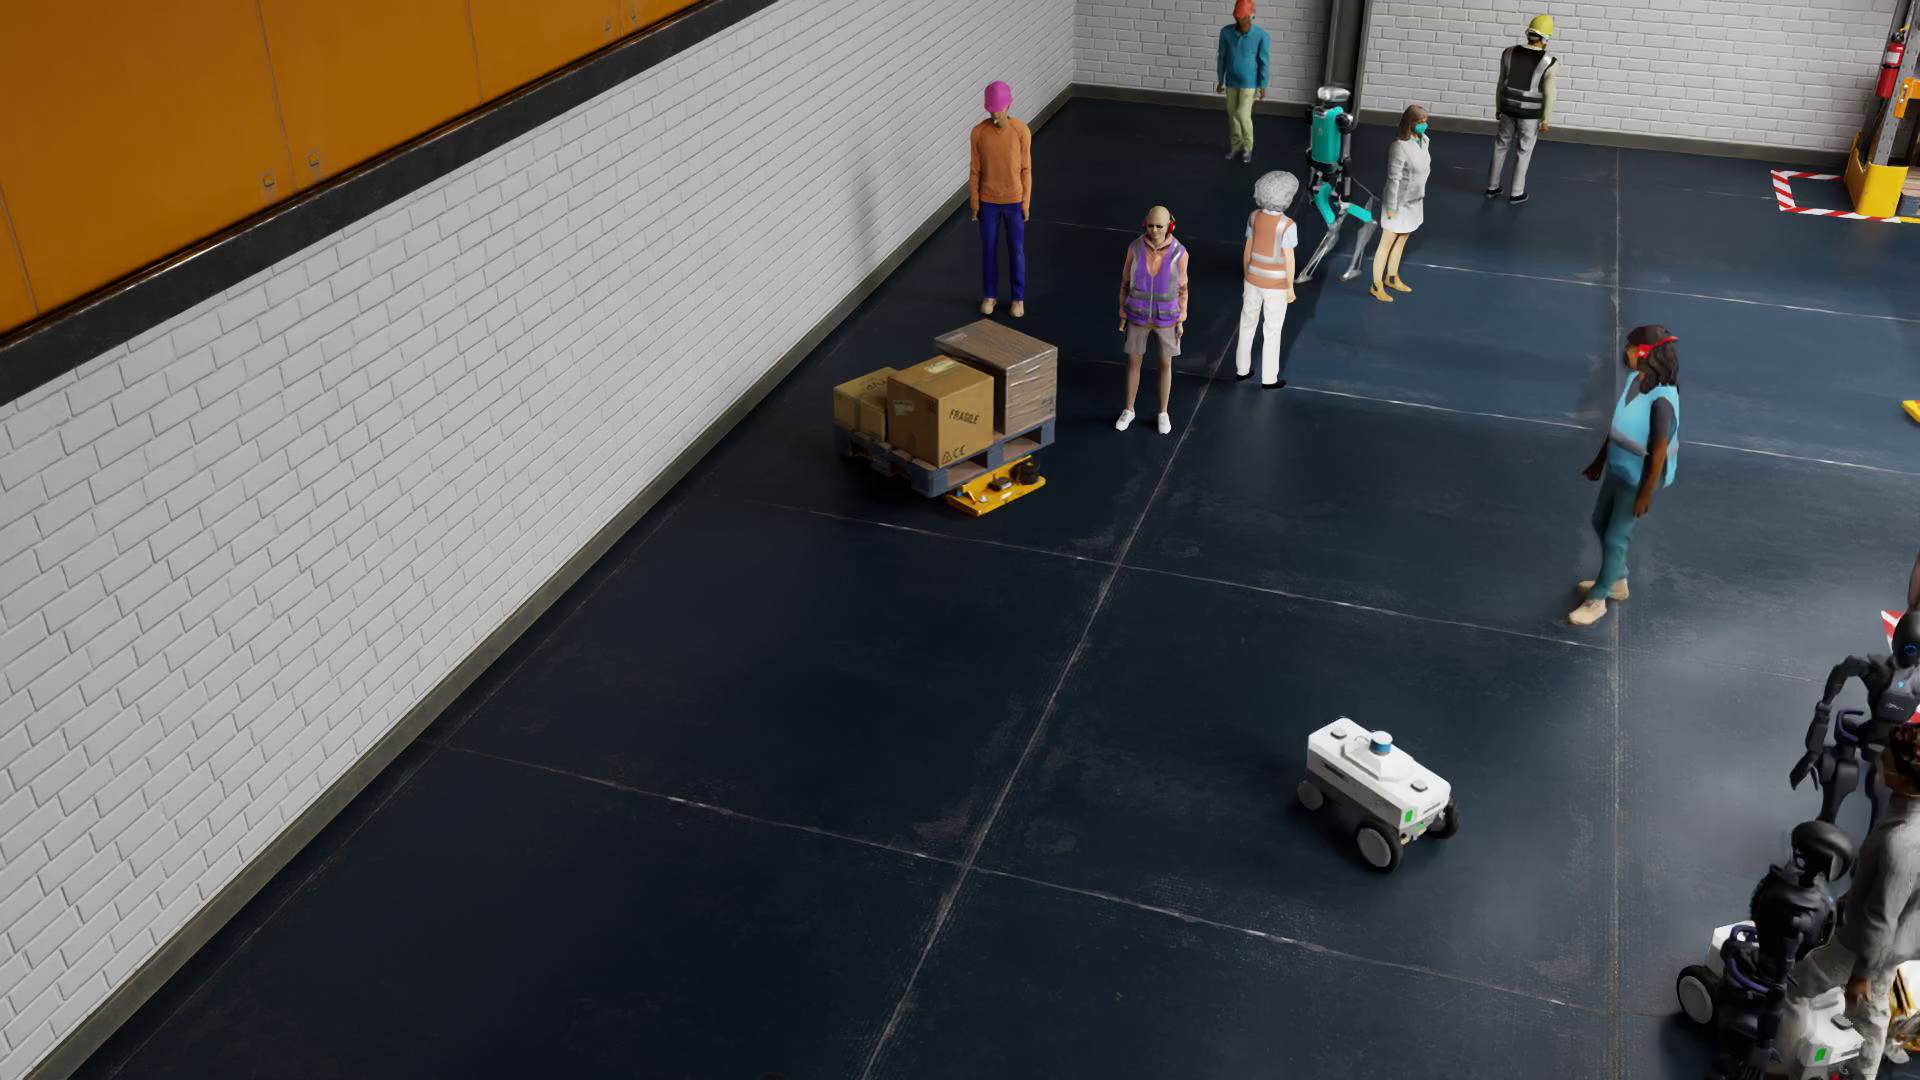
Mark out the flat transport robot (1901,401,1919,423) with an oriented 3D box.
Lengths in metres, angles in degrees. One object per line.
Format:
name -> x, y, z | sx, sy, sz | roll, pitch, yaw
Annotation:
flat transport robot -> 7.766, -0.898, 12.153 | 1.431, 0.231, 0.659 | 0, 30, -1

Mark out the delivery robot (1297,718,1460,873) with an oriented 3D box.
delivery robot -> 2.073, 1.230, 8.254 | 0.499, 0.599, 0.784 | -21, 36, -31

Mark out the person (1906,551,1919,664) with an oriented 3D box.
person -> 5.023, 0.433, 8.411 | 0.313, 1.769, 0.523 | -15, 33, -23

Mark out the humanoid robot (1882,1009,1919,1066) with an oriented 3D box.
humanoid robot -> 3.989, 1.512, 6.592 | 0.542, 1.774, 0.768 | 5, 31, 9

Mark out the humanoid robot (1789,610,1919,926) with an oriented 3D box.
humanoid robot -> 4.102, 1.021, 7.500 | 0.591, 1.642, 0.486 | 14, 33, 22

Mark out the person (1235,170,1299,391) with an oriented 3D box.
person -> 2.325, -1.953, 12.542 | 0.455, 1.687, 0.299 | 26, 39, 37

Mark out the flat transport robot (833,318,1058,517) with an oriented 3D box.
flat transport robot -> -0.139, -0.586, 11.622 | 0.659, 0.231, 1.431 | -26, 39, -37

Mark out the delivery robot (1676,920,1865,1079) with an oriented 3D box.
delivery robot -> 3.481, 1.953, 7.007 | 0.499, 0.581, 0.774 | -9, 32, -15

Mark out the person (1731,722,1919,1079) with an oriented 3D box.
person -> 3.470, 1.482, 6.513 | 0.694, 1.875, 0.580 | 26, 39, 36

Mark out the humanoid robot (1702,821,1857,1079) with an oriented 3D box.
humanoid robot -> 3.020, 1.714, 6.325 | 0.358, 1.645, 0.601 | 13, 33, 21

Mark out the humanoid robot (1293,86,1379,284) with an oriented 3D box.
humanoid robot -> 3.325, -3.064, 14.411 | 0.891, 1.781, 0.567 | -16, 34, -25

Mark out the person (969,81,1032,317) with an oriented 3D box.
person -> 0.329, -2.812, 13.738 | 0.517, 1.972, 0.405 | 4, 31, 7

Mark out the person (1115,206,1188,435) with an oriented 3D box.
person -> 1.376, -1.571, 11.892 | 0.491, 1.693, 0.348 | 6, 31, 11

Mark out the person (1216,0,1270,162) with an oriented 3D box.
person -> 2.934, -4.791, 17.347 | 0.570, 1.724, 0.483 | 20, 36, 31

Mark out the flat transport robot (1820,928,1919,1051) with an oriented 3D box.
flat transport robot -> 4.504, 2.007, 7.211 | 1.431, 0.231, 0.659 | 8, 31, 13

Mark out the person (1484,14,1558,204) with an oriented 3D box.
person -> 5.501, -4.197, 16.238 | 0.599, 1.819, 0.403 | 26, 39, 37

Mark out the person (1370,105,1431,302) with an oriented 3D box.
person -> 3.773, -2.862, 14.115 | 0.335, 1.655, 0.499 | 27, 40, 37

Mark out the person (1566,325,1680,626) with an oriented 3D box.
person -> 3.895, -0.362, 9.692 | 0.464, 1.848, 0.591 | -2, 31, -4
